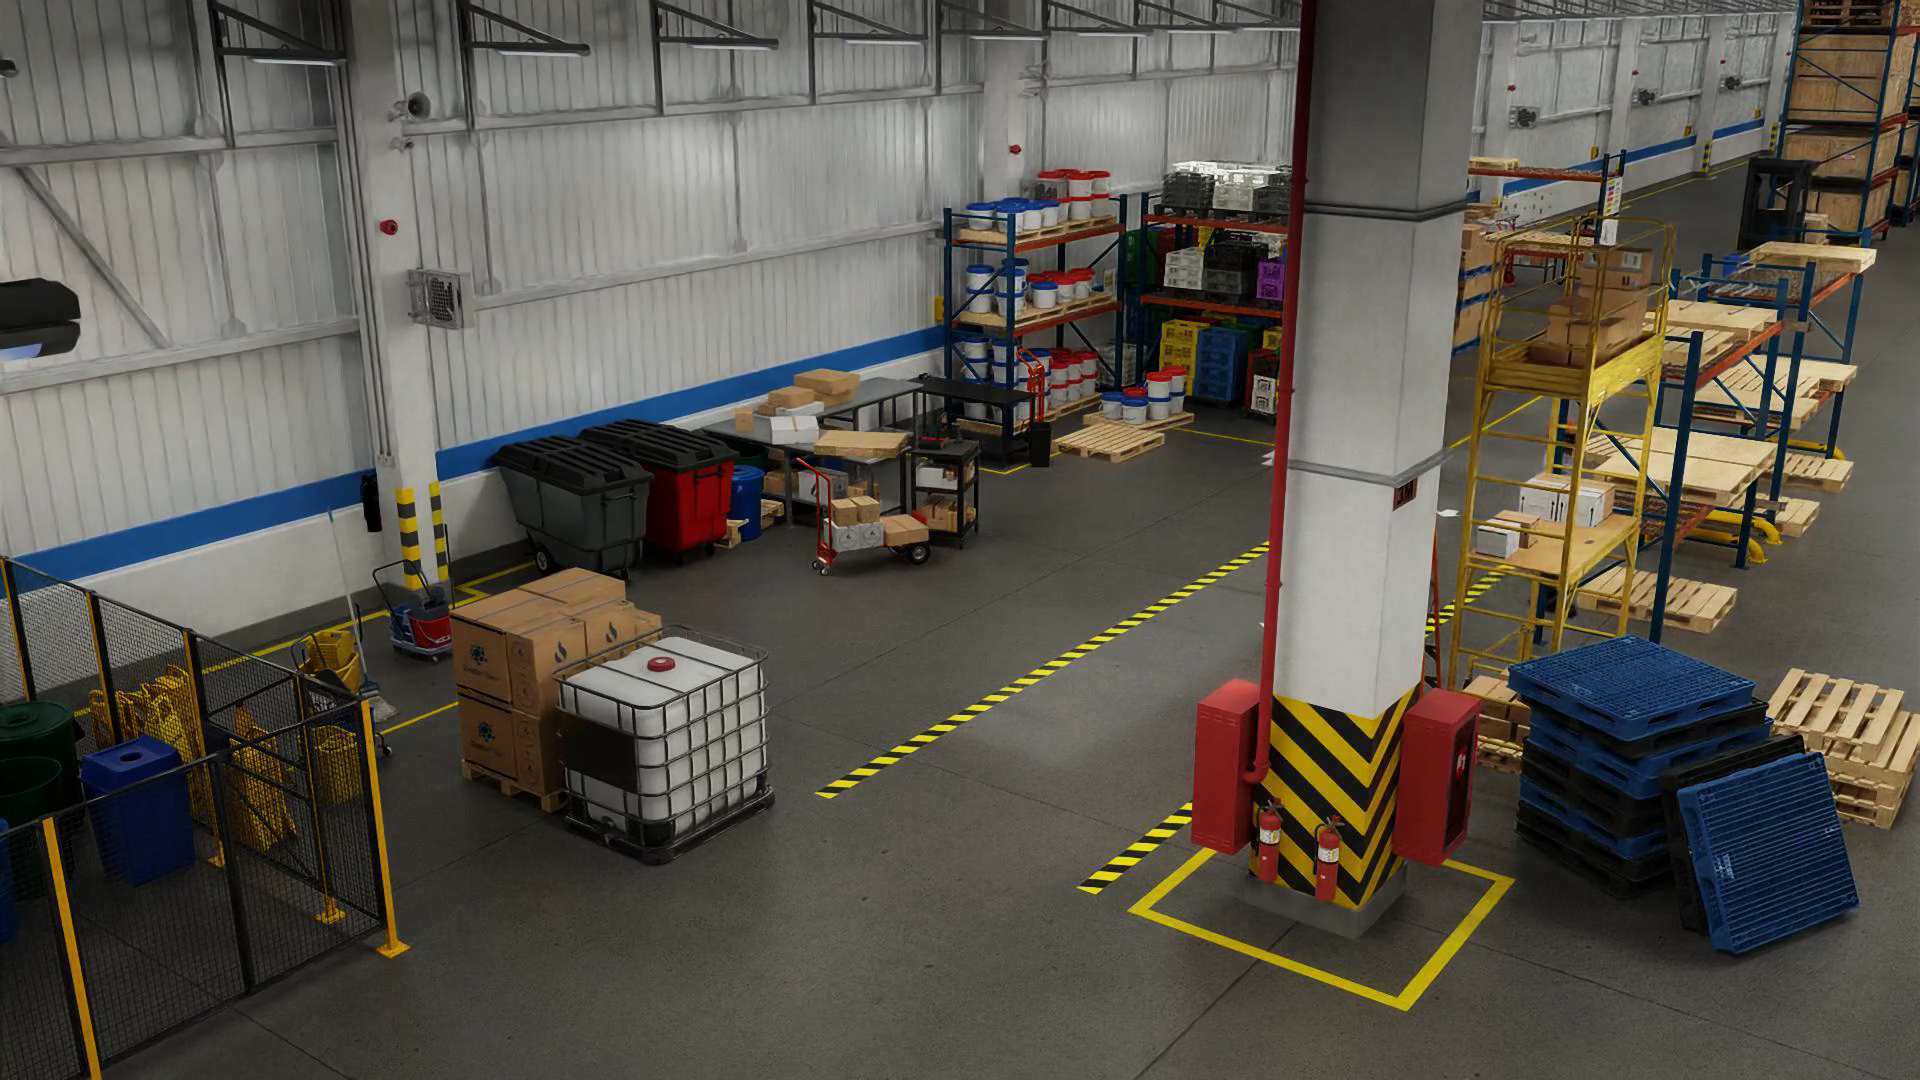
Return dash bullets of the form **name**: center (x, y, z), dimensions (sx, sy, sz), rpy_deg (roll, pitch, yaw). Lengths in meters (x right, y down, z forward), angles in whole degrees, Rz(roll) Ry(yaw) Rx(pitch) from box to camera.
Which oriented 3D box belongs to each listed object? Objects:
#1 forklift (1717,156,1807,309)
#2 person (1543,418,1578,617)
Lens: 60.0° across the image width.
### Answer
- **forklift**: center (15.179, -5.771, 31.283), dimensions (1.129, 2.768, 1.873), rpy_deg (13, 22, 34)
- **person**: center (5.751, -0.203, 15.790), dimensions (0.421, 1.900, 0.604), rpy_deg (-2, 18, -5)
